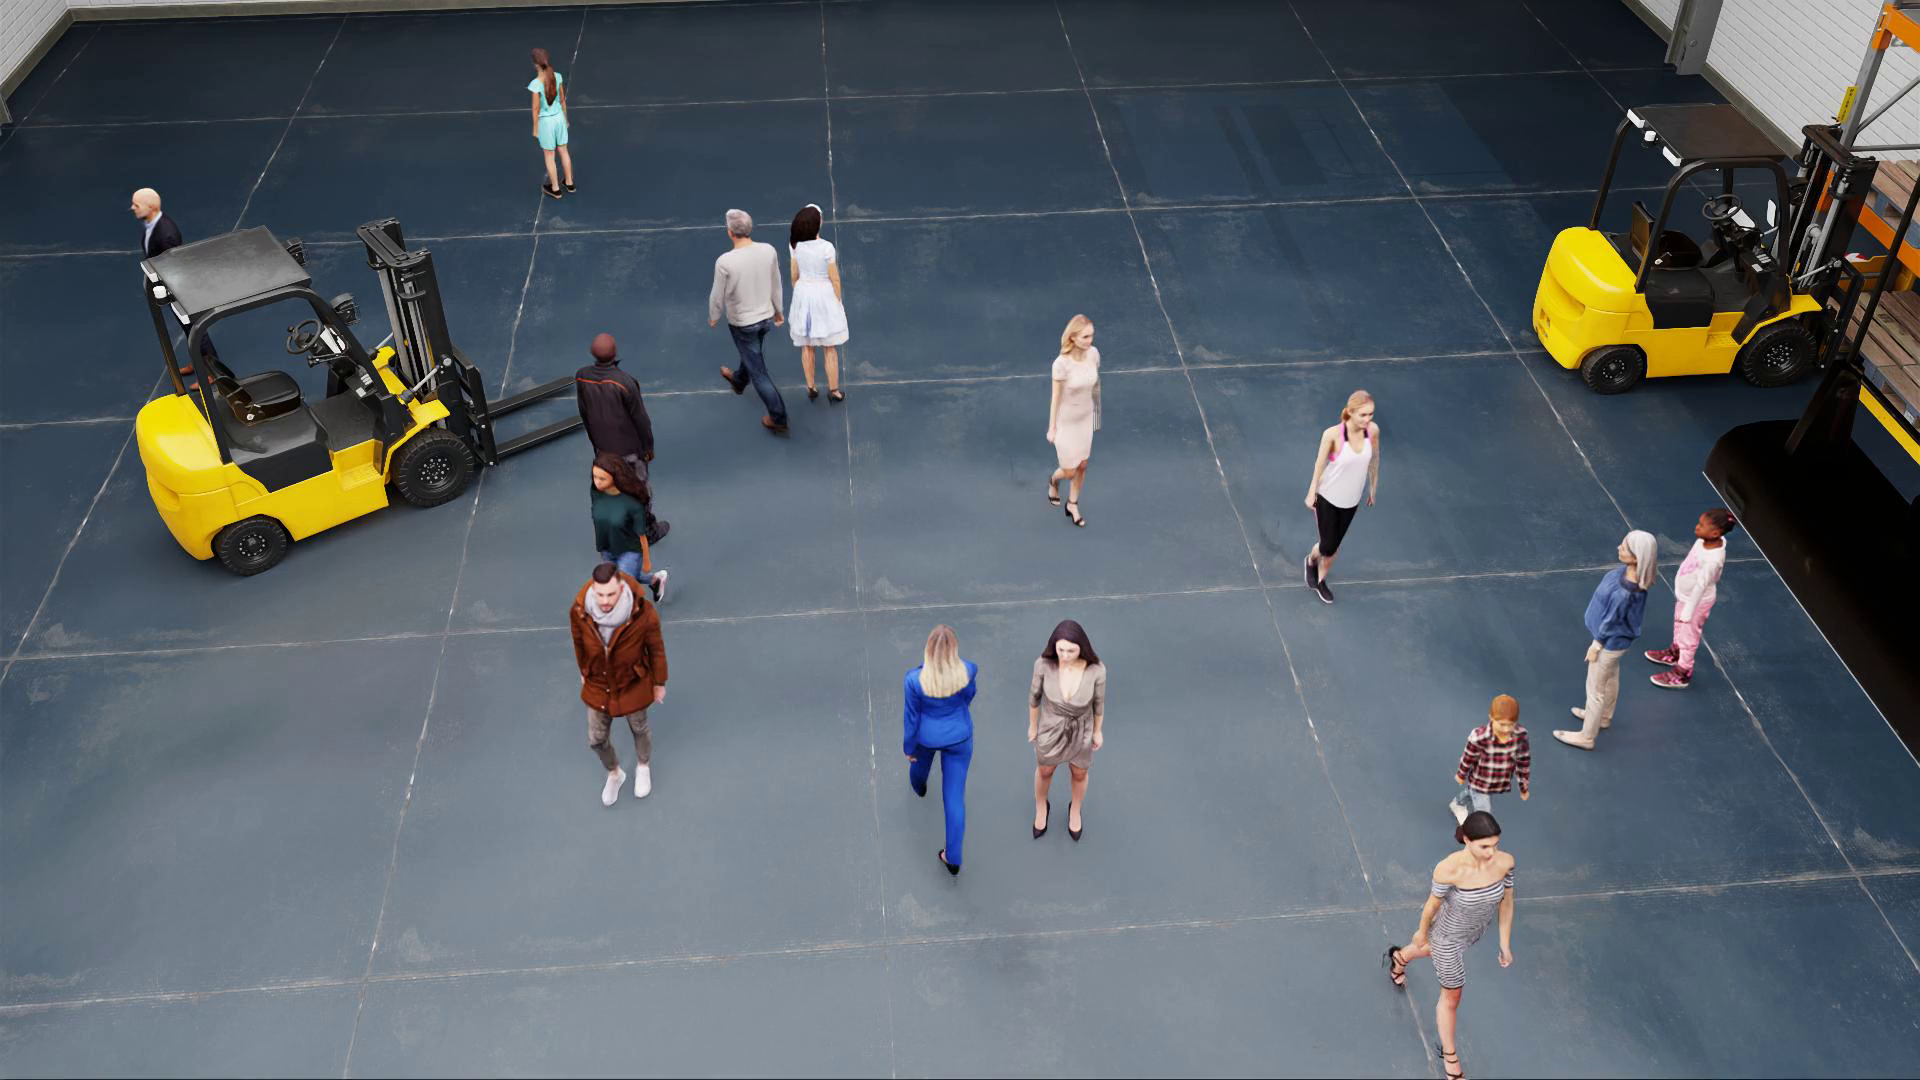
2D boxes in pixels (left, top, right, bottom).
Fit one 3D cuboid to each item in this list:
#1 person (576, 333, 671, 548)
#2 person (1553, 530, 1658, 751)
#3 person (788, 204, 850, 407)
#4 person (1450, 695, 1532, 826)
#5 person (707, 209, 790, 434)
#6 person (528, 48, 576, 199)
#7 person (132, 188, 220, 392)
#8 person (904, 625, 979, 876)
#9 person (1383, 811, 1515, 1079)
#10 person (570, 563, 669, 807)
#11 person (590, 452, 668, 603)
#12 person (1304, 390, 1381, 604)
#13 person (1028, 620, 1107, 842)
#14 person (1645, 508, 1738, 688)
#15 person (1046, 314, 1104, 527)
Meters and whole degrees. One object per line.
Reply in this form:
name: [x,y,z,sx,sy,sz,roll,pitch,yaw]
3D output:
person: [-2.512,-0.732,12.212,0.776,1.826,0.738,10,40,13]
person: [4.180,0.624,10.618,0.768,1.696,0.699,25,45,28]
person: [-1.180,-1.919,13.705,0.822,1.818,0.858,12,40,15]
person: [3.160,1.377,10.017,0.621,1.270,0.946,-9,39,-11]
person: [-1.641,-1.708,13.415,1.222,1.850,1.350,-31,48,-33]
person: [-4.137,-4.222,16.794,0.671,1.561,0.726,-29,47,-31]
person: [-6.583,-2.136,13.991,0.830,1.800,0.725,-27,46,-29]
person: [-0.078,1.260,9.860,0.632,1.647,1.162,-7,39,-8]
person: [2.587,2.015,8.812,0.785,1.776,1.152,-12,40,-15]
person: [-2.094,0.820,10.269,0.740,1.827,0.707,0,39,0]
person: [-2.268,0.038,11.428,0.895,1.600,1.038,18,42,21]
person: [2.639,-0.356,11.779,0.701,1.779,0.708,-10,40,-12]
person: [0.634,1.138,9.936,0.640,1.744,0.572,4,39,5]
person: [4.939,0.355,11.157,0.645,1.444,0.513,8,39,10]
person: [0.804,-0.914,12.443,0.744,1.822,0.808,-20,43,-24]
